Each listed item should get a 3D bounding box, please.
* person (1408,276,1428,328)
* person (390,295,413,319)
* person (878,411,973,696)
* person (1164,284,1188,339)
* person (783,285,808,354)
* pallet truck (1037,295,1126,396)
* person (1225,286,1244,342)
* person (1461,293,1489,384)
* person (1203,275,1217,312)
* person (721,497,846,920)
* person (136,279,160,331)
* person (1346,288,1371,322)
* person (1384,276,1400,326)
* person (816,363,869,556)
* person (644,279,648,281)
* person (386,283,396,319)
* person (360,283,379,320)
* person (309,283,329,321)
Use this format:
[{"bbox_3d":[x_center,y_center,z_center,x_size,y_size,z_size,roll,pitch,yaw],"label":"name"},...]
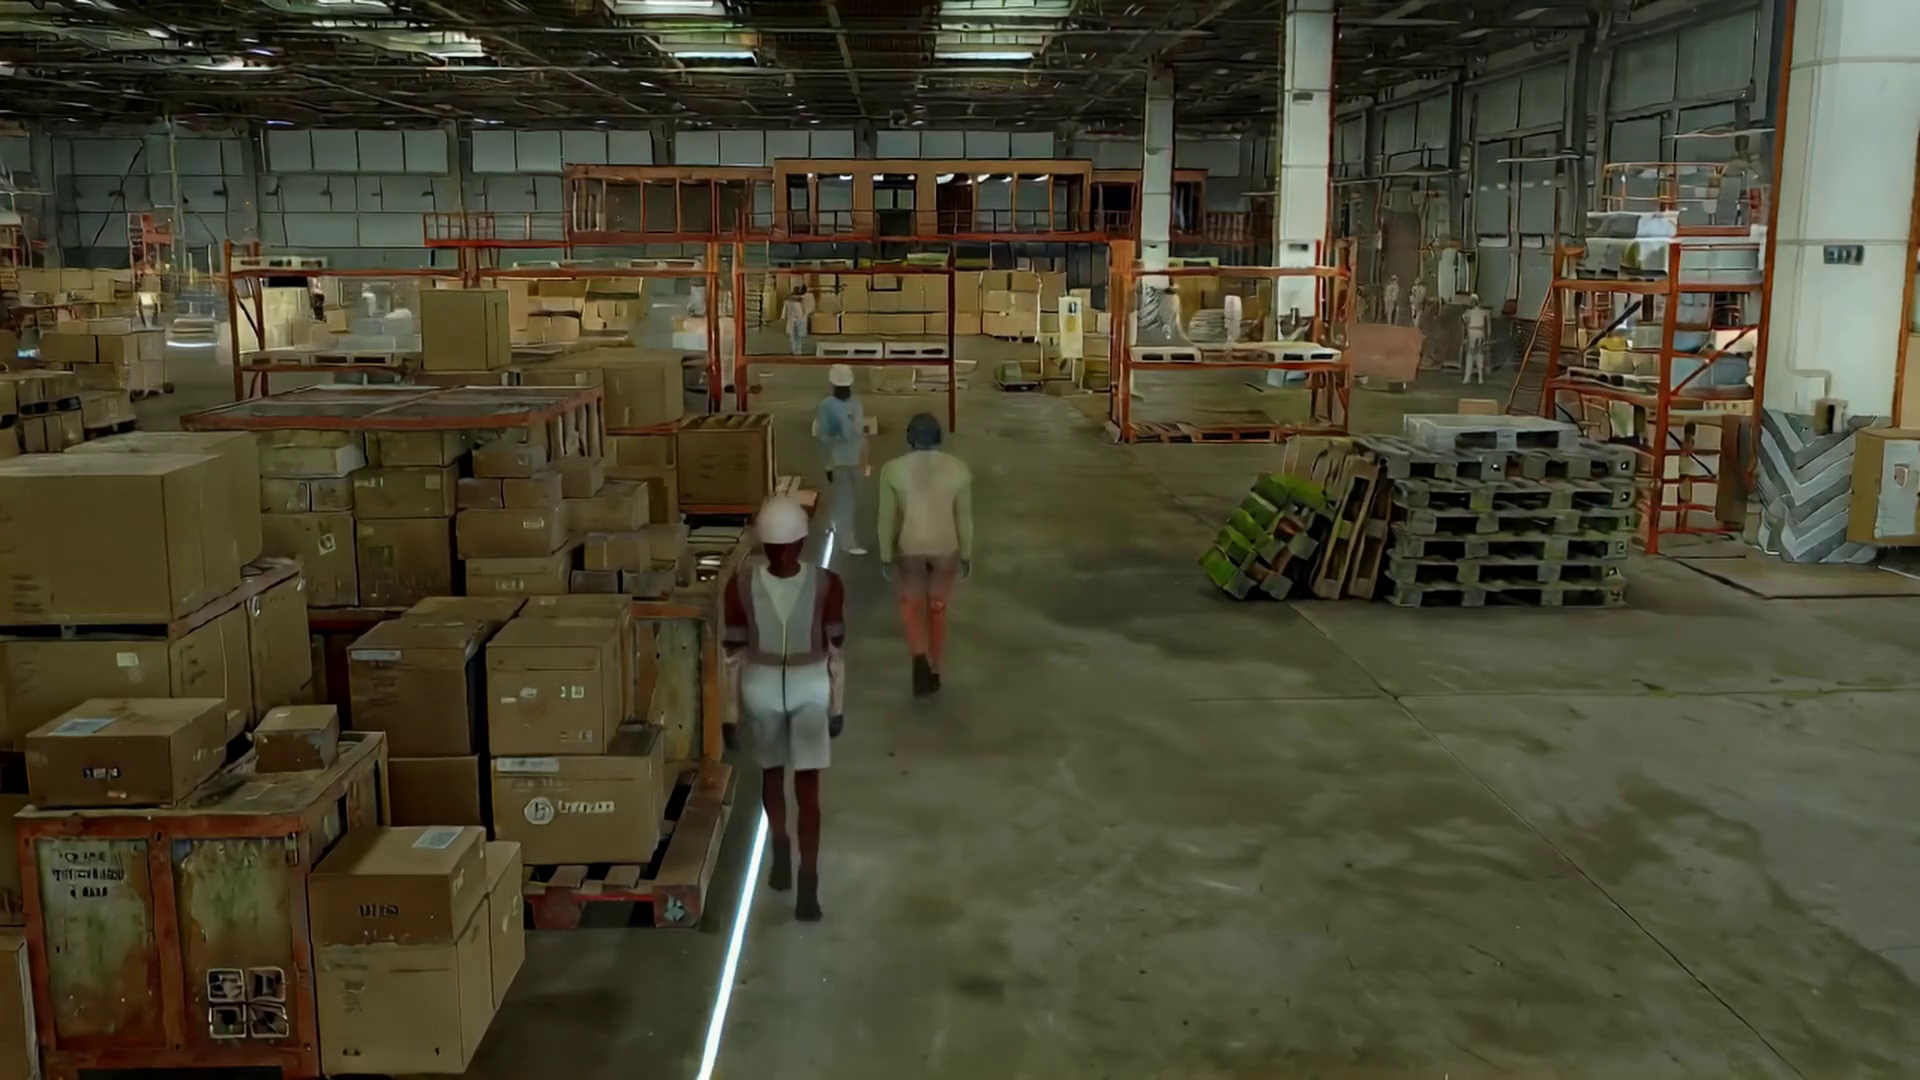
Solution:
[{"bbox_3d":[14.837,-7.589,53.893,0.599,1.939,0.414,2,10,9],"label":"person"},{"bbox_3d":[-11.954,-4.333,35.884,0.604,1.880,0.902,4,11,19],"label":"person"},{"bbox_3d":[-0.219,0.104,11.115,0.639,1.919,0.770,-1,10,-7],"label":"person"},{"bbox_3d":[6.717,-7.094,51.785,0.746,1.713,0.505,-2,10,-12],"label":"person"},{"bbox_3d":[-4.406,-5.897,44.597,0.647,1.895,0.947,-1,10,-3],"label":"person"},{"bbox_3d":[2.483,-3.881,33.060,1.885,1.965,0.823,-7,13,-36],"label":"pallet truck"},{"bbox_3d":[7.463,-5.993,45.303,0.451,1.823,0.648,-5,11,-27],"label":"person"},{"bbox_3d":[11.027,-4.320,35.671,0.547,1.937,0.379,1,10,7],"label":"person"},{"bbox_3d":[10.747,-10.778,71.524,0.612,1.986,0.407,3,11,18],"label":"person"},{"bbox_3d":[-0.791,0.757,7.508,0.559,1.889,0.976,-1,10,-3],"label":"person"},{"bbox_3d":[-23.327,-6.506,47.791,0.603,1.959,0.374,-7,12,-35],"label":"person"},{"bbox_3d":[10.361,-5.631,43.244,0.633,1.842,0.429,1,10,8],"label":"person"},{"bbox_3d":[14.158,-7.687,54.458,0.587,1.927,0.369,-4,11,-22],"label":"person"},{"bbox_3d":[-1.156,-0.778,16.078,0.528,1.887,0.620,9,14,42],"label":"person"},{"bbox_3d":[-10.112,-7.497,53.633,0.506,1.846,0.345,5,11,25],"label":"person"},{"bbox_3d":[-16.250,-6.429,47.631,0.328,1.865,0.520,-4,11,-21],"label":"person"},{"bbox_3d":[-16.207,-6.070,45.561,0.552,1.888,0.873,7,12,35],"label":"person"},{"bbox_3d":[-18.616,-6.558,48.388,0.550,1.846,0.653,2,10,13],"label":"person"}]
